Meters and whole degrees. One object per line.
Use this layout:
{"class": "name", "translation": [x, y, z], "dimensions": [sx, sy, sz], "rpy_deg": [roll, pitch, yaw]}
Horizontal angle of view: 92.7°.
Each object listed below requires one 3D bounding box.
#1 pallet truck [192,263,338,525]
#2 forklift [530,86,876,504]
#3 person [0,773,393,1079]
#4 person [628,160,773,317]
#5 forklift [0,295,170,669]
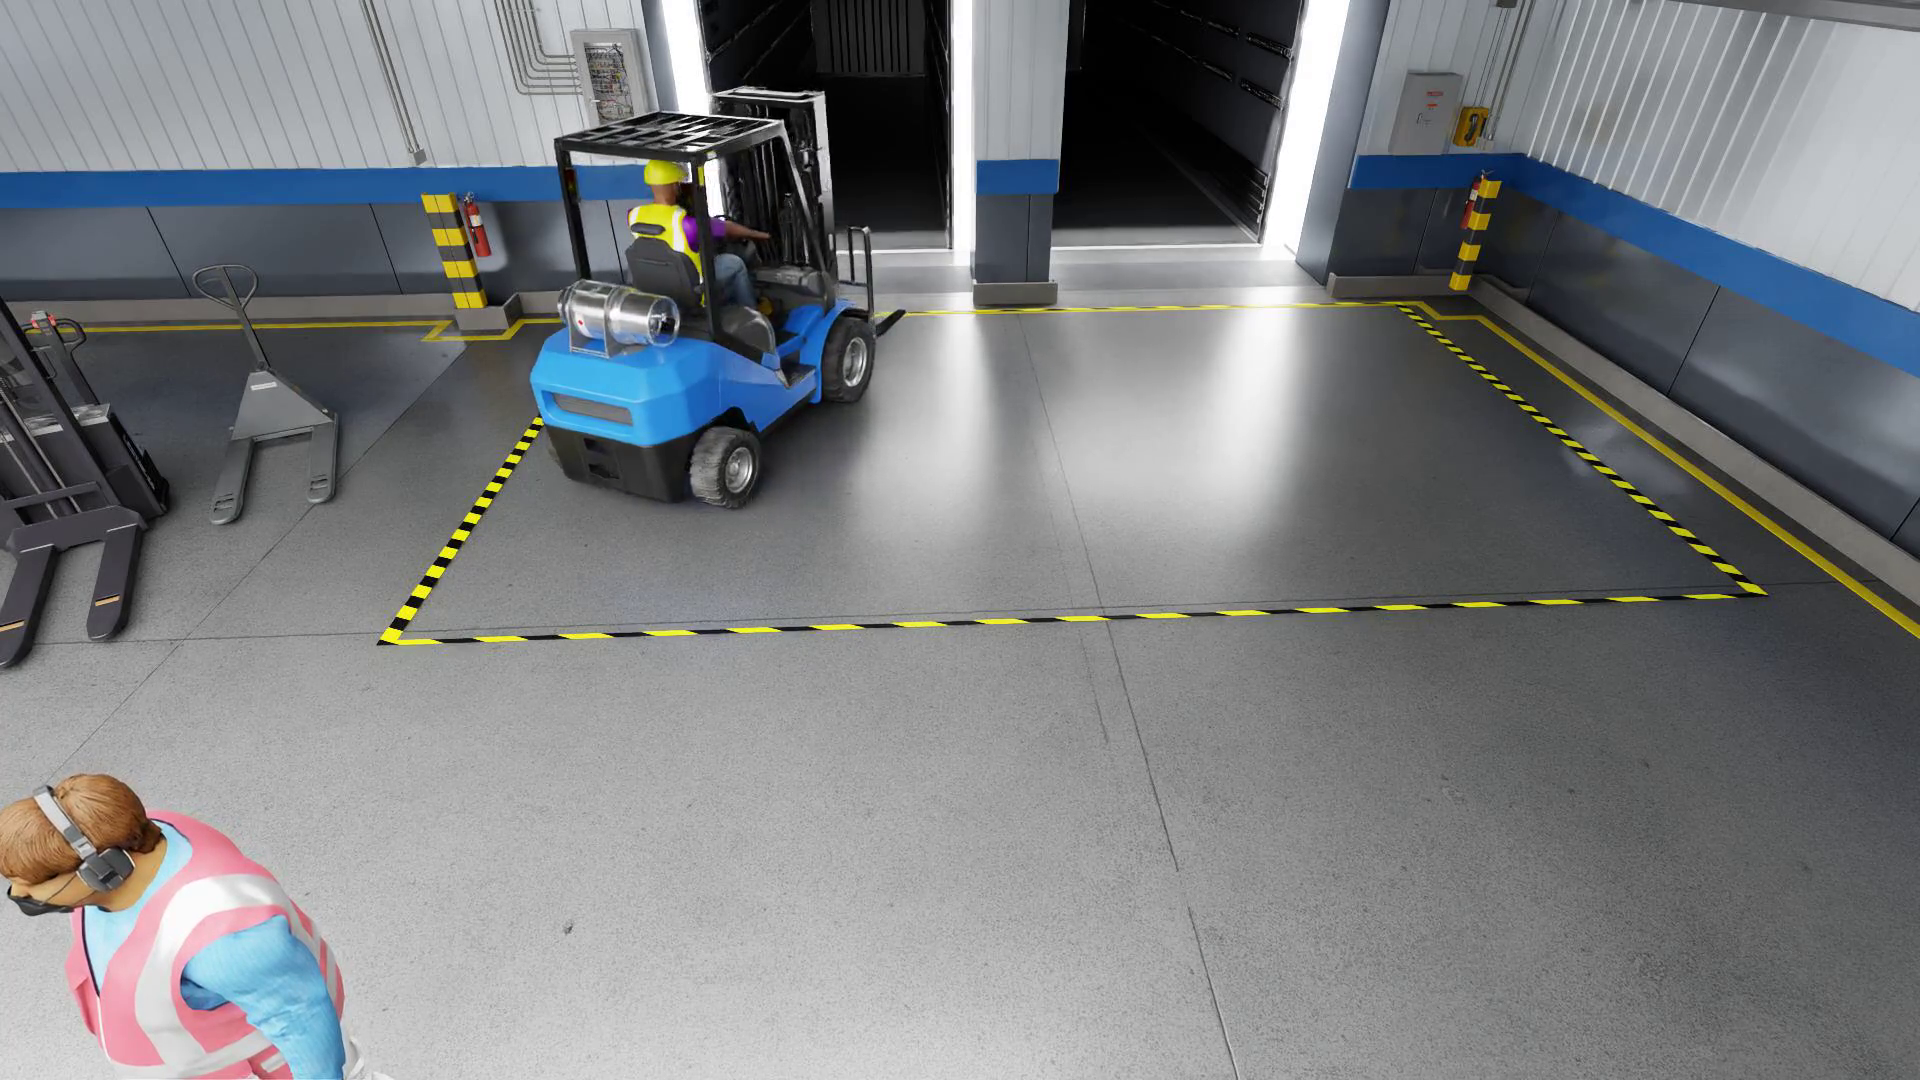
{"class": "pallet truck", "translation": [-4.778, -1.027, 6.128], "dimensions": [0.680, 1.201, 1.601], "rpy_deg": [-17, 38, -23]}
{"class": "forklift", "translation": [-1.708, -1.784, 6.242], "dimensions": [1.157, 2.036, 2.680], "rpy_deg": [13, 37, 18]}
{"class": "person", "translation": [-1.793, 1.252, 2.326], "dimensions": [0.633, 1.841, 0.429], "rpy_deg": [18, 39, 24]}
{"class": "person", "translation": [-1.679, -1.967, 6.178], "dimensions": [0.635, 1.294, 1.004], "rpy_deg": [13, 37, 18]}
{"class": "forklift", "translation": [-5.212, -0.618, 4.878], "dimensions": [0.823, 1.965, 1.885], "rpy_deg": [-20, 39, -26]}
